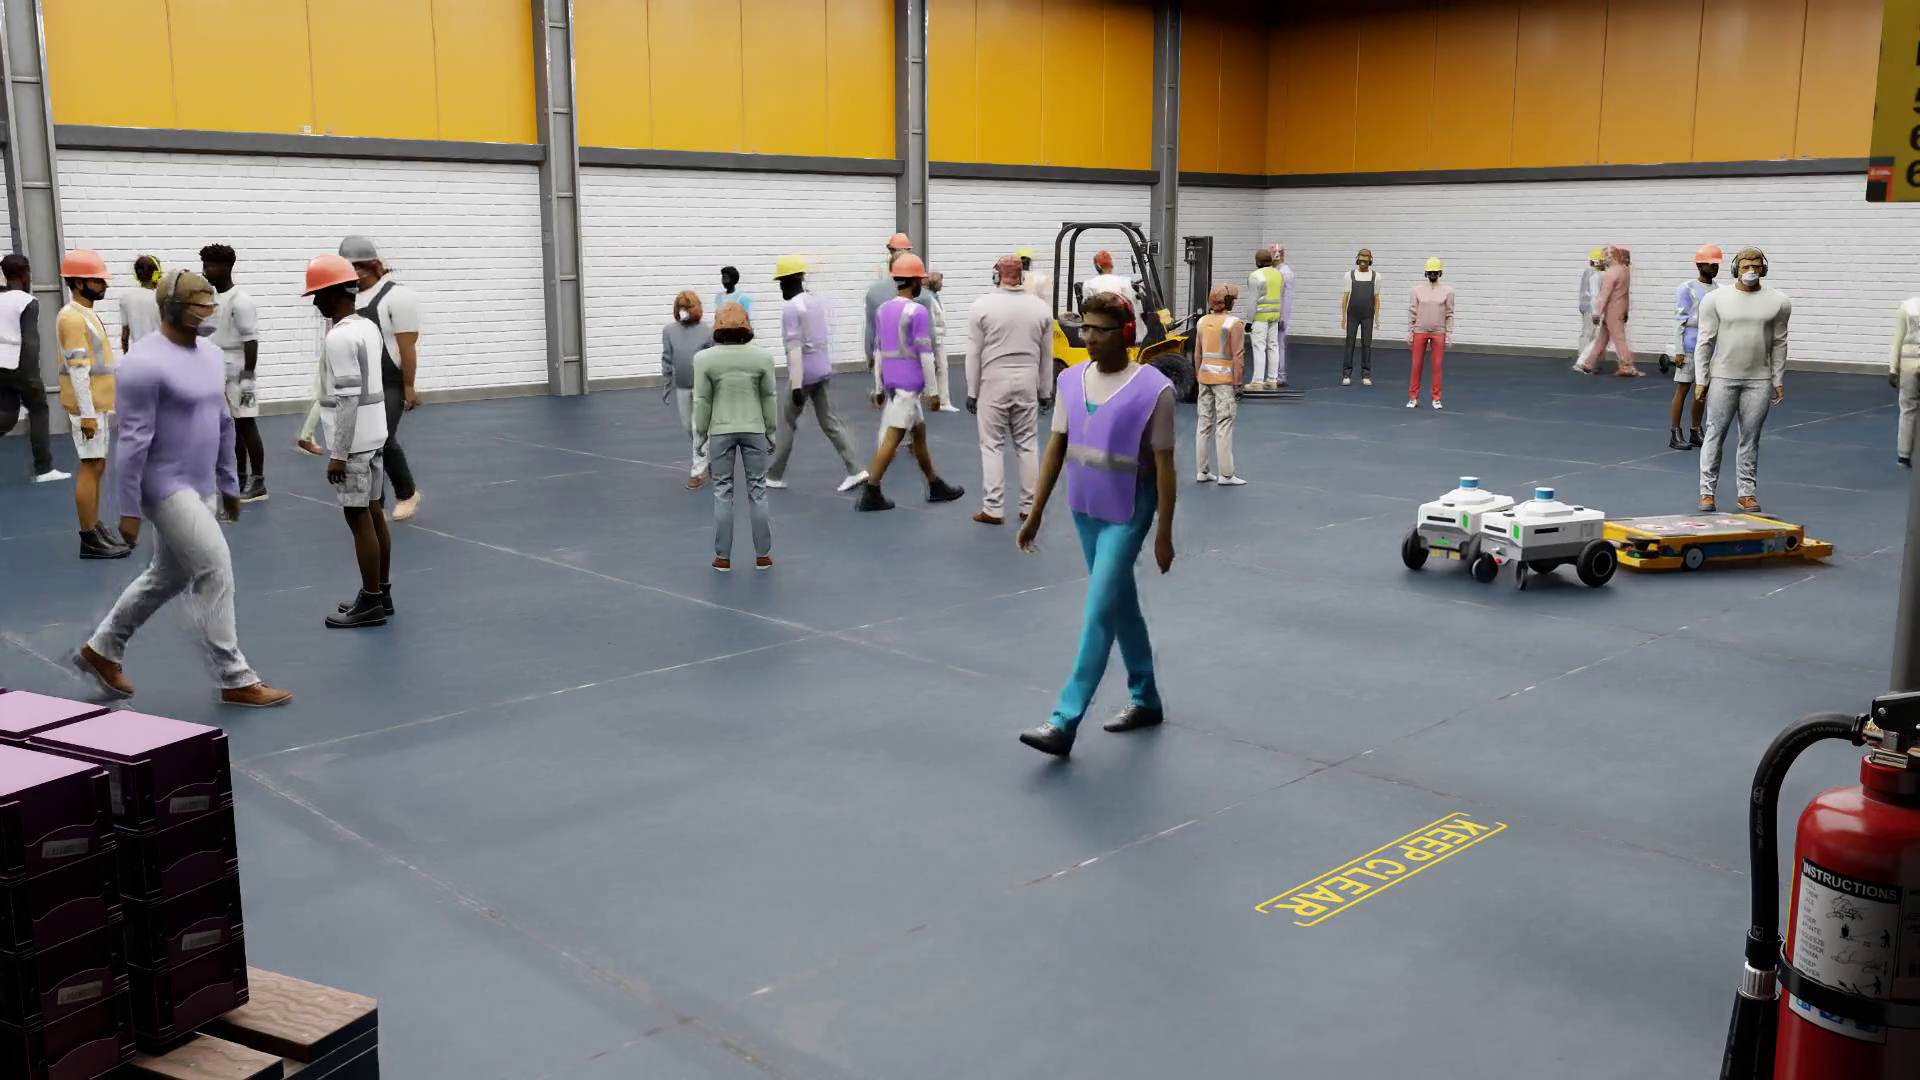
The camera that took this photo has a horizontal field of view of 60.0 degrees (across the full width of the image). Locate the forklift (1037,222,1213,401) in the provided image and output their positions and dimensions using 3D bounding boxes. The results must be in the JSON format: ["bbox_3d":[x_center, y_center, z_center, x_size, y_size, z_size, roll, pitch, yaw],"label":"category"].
[{"bbox_3d":[1.935,-2.847,20.651,2.313,2.155,1.214,2,11,13],"label":"forklift"}]

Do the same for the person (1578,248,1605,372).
[{"bbox_3d":[9.430,-3.421,24.766,0.404,1.832,0.592,2,11,9],"label":"person"}]

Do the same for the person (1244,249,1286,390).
[{"bbox_3d":[3.977,-2.890,21.855,0.624,1.841,0.430,-7,13,-35],"label":"person"}]

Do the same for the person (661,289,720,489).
[{"bbox_3d":[-2.127,-1.246,13.545,0.536,1.602,0.730,3,11,18],"label":"person"}]

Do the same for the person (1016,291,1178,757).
[{"bbox_3d":[0.514,-0.065,6.537,0.939,1.796,0.599,-8,13,-38],"label":"person"}]

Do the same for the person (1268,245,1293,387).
[{"bbox_3d":[4.221,-2.975,22.237,0.529,1.907,0.672,0,10,-2],"label":"person"}]

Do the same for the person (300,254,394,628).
[{"bbox_3d":[-3.167,-0.506,8.611,0.373,1.928,0.543,-1,10,-5],"label":"person"}]

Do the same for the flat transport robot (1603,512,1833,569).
[{"bbox_3d":[4.641,-0.008,10.415,1.431,0.197,0.652,-3,11,-17],"label":"flat transport robot"}]

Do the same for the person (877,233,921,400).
[{"bbox_3d":[-0.748,-2.732,20.431,0.385,2.045,0.605,-8,13,-38],"label":"person"}]

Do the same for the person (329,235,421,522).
[{"bbox_3d":[-4.112,-1.100,11.541,0.709,2.000,0.536,4,11,23],"label":"person"}]

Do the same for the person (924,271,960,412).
[{"bbox_3d":[-0.371,-2.275,19.091,0.683,1.618,0.522,4,11,19],"label":"person"}]

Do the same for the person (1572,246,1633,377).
[{"bbox_3d":[9.264,-3.273,23.885,0.980,1.853,0.654,8,13,37],"label":"person"}]

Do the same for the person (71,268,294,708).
[{"bbox_3d":[-3.417,-0.206,7.102,0.976,1.897,0.641,1,10,4],"label":"person"}]

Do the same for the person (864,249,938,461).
[{"bbox_3d":[-0.490,-1.675,15.092,0.646,1.884,1.014,6,12,28],"label":"person"}]

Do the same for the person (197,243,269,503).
[{"bbox_3d":[-5.537,-1.265,12.645,0.612,1.963,0.361,9,14,42],"label":"person"}]

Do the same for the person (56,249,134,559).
[{"bbox_3d":[-5.438,-0.851,10.464,0.368,1.935,0.552,-4,11,-20],"label":"person"}]

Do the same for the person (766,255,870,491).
[{"bbox_3d":[-1.184,-1.303,13.161,1.002,1.880,0.633,5,11,24],"label":"person"}]

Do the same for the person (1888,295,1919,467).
[{"bbox_3d":[8.354,-1.494,14.331,0.600,1.804,0.586,5,11,23],"label":"person"}]

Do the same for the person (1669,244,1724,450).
[{"bbox_3d":[7.007,-1.817,15.731,0.543,1.939,0.361,-3,11,-18],"label":"person"}]

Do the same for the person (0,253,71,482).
[{"bbox_3d":[-7.745,-1.371,13.469,0.591,1.889,0.801,5,11,25],"label":"person"}]

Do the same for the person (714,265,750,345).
[{"bbox_3d":[-2.649,-2.402,19.615,0.534,1.674,0.759,9,14,42],"label":"person"}]

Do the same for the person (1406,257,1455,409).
[{"bbox_3d":[5.506,-2.412,19.458,0.548,1.767,0.343,3,11,16],"label":"person"}]

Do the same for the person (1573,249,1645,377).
[{"bbox_3d":[9.382,-3.277,24.005,0.981,1.837,0.600,4,11,22],"label":"person"}]

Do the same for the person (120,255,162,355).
[{"bbox_3d":[-6.925,-1.478,14.217,0.584,1.858,0.616,2,10,8],"label":"person"}]

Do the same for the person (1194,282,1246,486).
[{"bbox_3d":[2.105,-1.263,13.520,0.315,1.641,0.515,-7,13,-35],"label":"person"}]

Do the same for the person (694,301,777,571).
[{"bbox_3d":[-1.351,-0.622,10.048,0.498,1.633,0.283,-2,11,-12],"label":"person"}]

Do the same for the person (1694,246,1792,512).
[{"bbox_3d":[5.714,-1.168,12.190,0.635,1.939,0.361,2,11,11],"label":"person"}]

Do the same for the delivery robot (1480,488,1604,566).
[{"bbox_3d":[3.383,-0.060,9.669,0.707,0.478,0.477,-5,11,-24],"label":"delivery robot"}]

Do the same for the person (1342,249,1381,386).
[{"bbox_3d":[5.402,-2.992,22.411,0.504,1.839,0.344,1,10,7],"label":"person"}]

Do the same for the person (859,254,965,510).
[{"bbox_3d":[-0.383,-1.170,12.359,0.980,1.887,0.562,-7,13,-34],"label":"person"}]

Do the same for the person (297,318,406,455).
[{"bbox_3d":[-5.679,-1.665,15.257,1.004,1.821,0.517,2,11,9],"label":"person"}]

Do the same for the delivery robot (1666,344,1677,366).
[{"bbox_3d":[10.559,-2.724,24.199,0.477,0.478,0.707,0,10,2],"label":"delivery robot"}]

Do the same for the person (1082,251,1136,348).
[{"bbox_3d":[1.688,-2.384,19.109,0.591,1.829,0.876,-2,11,-9],"label":"person"}]

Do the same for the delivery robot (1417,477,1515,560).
[{"bbox_3d":[3.081,-0.140,10.107,0.477,0.478,0.707,9,14,41],"label":"delivery robot"}]

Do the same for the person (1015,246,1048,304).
[{"bbox_3d":[0.759,-2.609,20.162,0.590,1.887,0.668,0,10,2],"label":"person"}]

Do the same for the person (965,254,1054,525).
[{"bbox_3d":[0.337,-1.061,11.749,0.642,1.897,0.399,-4,11,-22],"label":"person"}]
